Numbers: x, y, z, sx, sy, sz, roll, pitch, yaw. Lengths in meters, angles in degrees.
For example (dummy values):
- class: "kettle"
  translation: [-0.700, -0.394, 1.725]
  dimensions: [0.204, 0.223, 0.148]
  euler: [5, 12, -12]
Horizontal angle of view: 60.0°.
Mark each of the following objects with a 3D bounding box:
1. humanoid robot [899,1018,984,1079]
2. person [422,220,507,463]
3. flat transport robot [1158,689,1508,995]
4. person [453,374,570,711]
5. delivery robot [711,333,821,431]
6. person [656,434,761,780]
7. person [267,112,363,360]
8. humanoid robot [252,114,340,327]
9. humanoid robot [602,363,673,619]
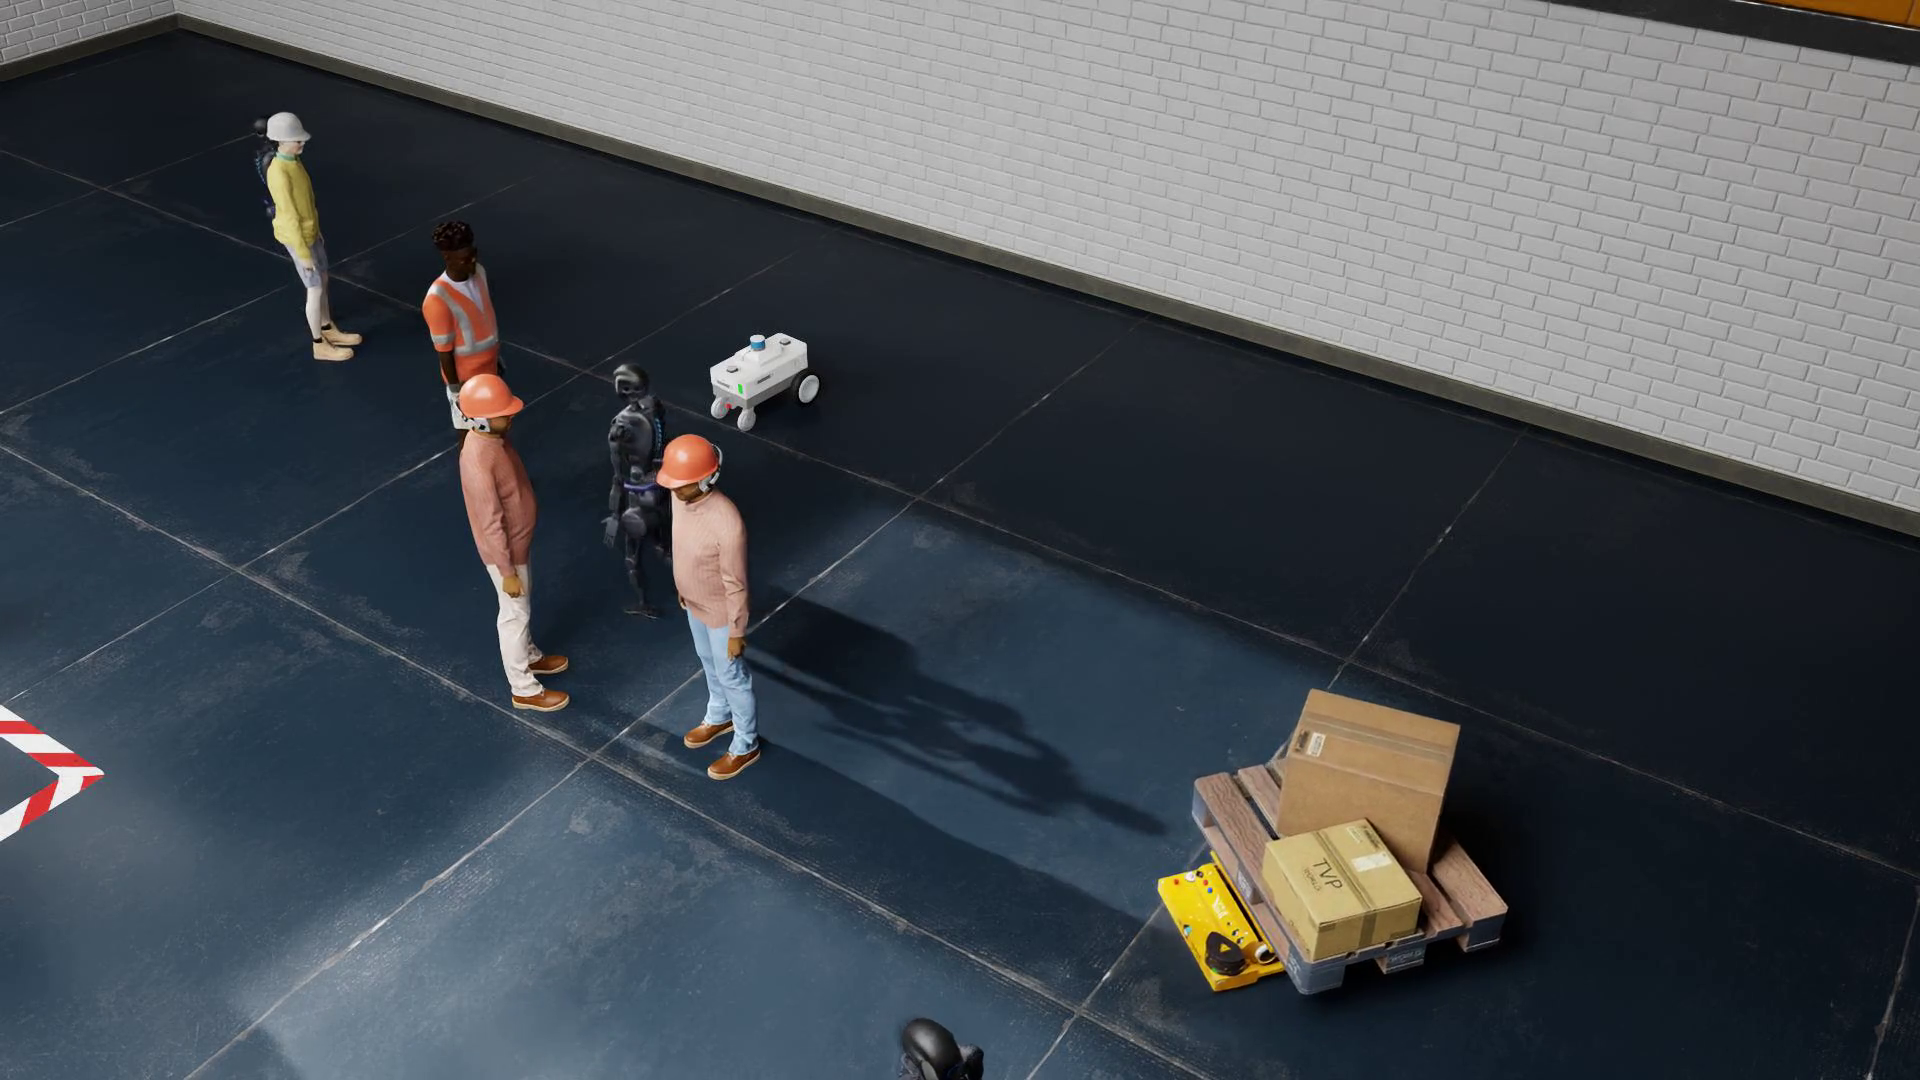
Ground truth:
- class: "humanoid robot"
  translation: [-0.132, 2.210, 5.901]
  dimensions: [0.664, 1.636, 0.599]
  euler: [26, 42, 32]
- class: "person"
  translation: [-3.014, -1.069, 10.313]
  dimensions: [0.370, 1.965, 0.606]
  euler: [7, 36, 10]
- class: "flat transport robot"
  translation: [1.726, 1.672, 7.873]
  dimensions: [1.431, 0.231, 0.659]
  euler: [-10, 36, -14]
- class: "person"
  translation: [-2.364, 0.013, 8.742]
  dimensions: [0.379, 1.993, 0.621]
  euler: [-6, 35, -8]
- class: "delivery robot"
  translation: [-1.390, -1.154, 11.669]
  dimensions: [0.499, 0.601, 0.802]
  euler: [25, 42, 32]
- class: "person"
  translation: [-1.251, 0.322, 8.311]
  dimensions: [0.403, 1.986, 0.610]
  euler: [-22, 41, -28]
- class: "person"
  translation: [-4.710, -2.167, 11.962]
  dimensions: [0.412, 1.878, 0.492]
  euler: [-4, 35, -6]
- class: "humanoid robot"
  translation: [-4.966, -2.380, 12.425]
  dimensions: [0.337, 1.650, 0.589]
  euler: [-23, 41, -29]
- class: "humanoid robot"
  translation: [-1.727, -0.226, 9.374]
  dimensions: [0.579, 1.637, 0.597]
  euler: [12, 37, 17]
